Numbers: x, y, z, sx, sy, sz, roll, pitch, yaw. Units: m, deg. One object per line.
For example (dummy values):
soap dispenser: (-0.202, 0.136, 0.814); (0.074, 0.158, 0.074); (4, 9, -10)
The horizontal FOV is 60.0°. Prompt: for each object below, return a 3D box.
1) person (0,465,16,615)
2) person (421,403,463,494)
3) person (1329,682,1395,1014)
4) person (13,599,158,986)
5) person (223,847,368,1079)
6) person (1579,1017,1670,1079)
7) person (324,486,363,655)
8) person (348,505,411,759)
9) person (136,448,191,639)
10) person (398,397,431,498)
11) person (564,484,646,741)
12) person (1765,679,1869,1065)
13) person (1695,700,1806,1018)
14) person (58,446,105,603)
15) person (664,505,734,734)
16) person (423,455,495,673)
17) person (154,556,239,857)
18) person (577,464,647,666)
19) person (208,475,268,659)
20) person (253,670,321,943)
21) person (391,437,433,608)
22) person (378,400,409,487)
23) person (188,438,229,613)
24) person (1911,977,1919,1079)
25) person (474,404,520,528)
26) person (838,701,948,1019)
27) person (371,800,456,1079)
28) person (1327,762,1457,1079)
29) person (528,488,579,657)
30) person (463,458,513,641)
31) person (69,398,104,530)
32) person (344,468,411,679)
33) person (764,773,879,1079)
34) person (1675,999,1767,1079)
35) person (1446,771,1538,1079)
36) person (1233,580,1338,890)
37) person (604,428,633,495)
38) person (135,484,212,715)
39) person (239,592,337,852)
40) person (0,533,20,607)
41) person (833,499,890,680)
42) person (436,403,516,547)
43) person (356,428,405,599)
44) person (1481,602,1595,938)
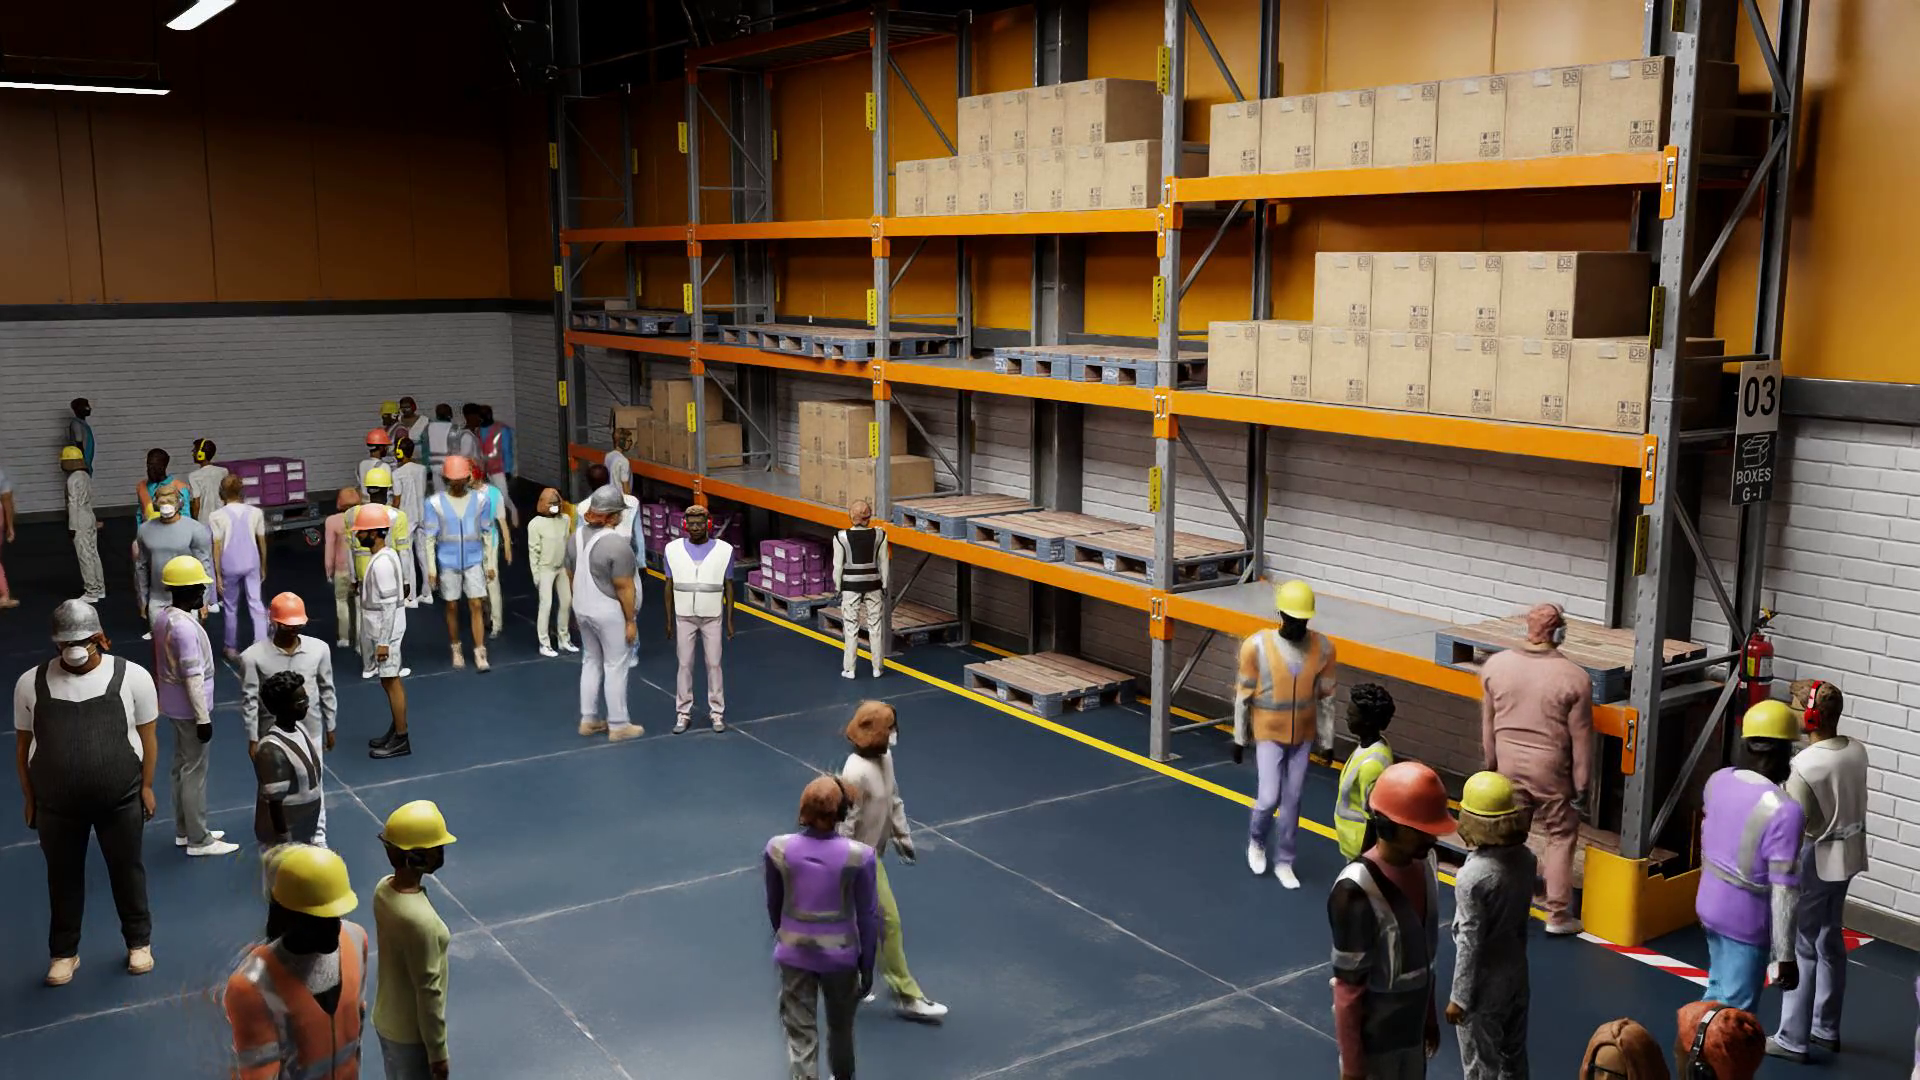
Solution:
person: (-10.295, -0.162, 17.367); (0.543, 2.000, 0.718); (9, 13, 41)
person: (-7.003, -0.952, 22.660); (0.644, 1.830, 0.517); (2, 10, 12)
person: (2.035, 1.547, 8.345); (0.319, 1.697, 0.532); (2, 10, 12)
person: (-4.568, 1.310, 8.730); (0.683, 2.000, 0.538); (-4, 10, -21)
person: (-2.126, 1.928, 5.579); (0.949, 1.869, 0.594); (5, 11, 27)
person: (1.892, 2.172, 4.858); (0.498, 1.634, 0.279); (9, 13, 43)
person: (-5.871, 0.277, 16.045); (0.516, 1.610, 0.669); (-5, 11, -29)
person: (-4.407, 0.695, 12.645); (0.373, 1.934, 0.551); (-3, 10, -17)
person: (-7.902, 0.039, 16.539); (0.591, 1.922, 0.392); (2, 10, 13)
person: (-7.778, -1.128, 23.666); (0.574, 1.830, 0.410); (0, 10, 1)
person: (-2.762, 0.557, 13.149); (0.687, 2.000, 0.536); (8, 12, 39)
person: (4.037, 1.565, 7.838); (0.560, 1.836, 0.394); (-7, 12, -34)
person: (3.427, 1.642, 7.202); (0.442, 1.905, 0.644); (-1, 10, -7)
person: (-9.709, -0.174, 18.345); (0.339, 1.737, 0.484); (-2, 10, -10)
person: (-2.080, 0.626, 13.313); (0.563, 1.846, 0.390); (-1, 10, -5)
person: (-4.543, 0.237, 15.163); (0.621, 2.000, 0.986); (-4, 11, -24)
person: (-4.886, 1.051, 10.580); (0.365, 1.927, 0.588); (-7, 12, -37)
person: (-3.214, 0.239, 15.437); (0.626, 1.894, 0.463); (-3, 10, -17)
person: (-6.679, 0.292, 15.459); (0.520, 1.788, 0.987); (-8, 12, -38)
person: (-3.459, 1.504, 8.597); (0.322, 1.697, 0.530); (-1, 10, -7)
person: (-5.977, -0.192, 18.074); (0.328, 1.863, 0.509); (5, 11, 25)
person: (-7.846, -1.027, 23.088); (0.403, 1.825, 0.592); (-7, 12, -36)
person: (-8.042, -0.157, 17.826); (0.316, 1.874, 0.532); (5, 11, 25)
person: (3.276, 1.906, 5.337); (0.613, 2.028, 0.613); (-3, 10, -17)
person: (-6.352, -0.955, 22.686); (0.635, 1.820, 0.612); (2, 10, 14)
person: (-0.349, 1.593, 8.329); (0.780, 1.599, 0.509); (3, 10, 15)
person: (-2.065, 1.853, 6.366); (0.340, 1.760, 0.526); (-7, 12, -34)
person: (1.574, 1.776, 6.040); (0.410, 2.031, 0.613); (9, 13, 43)
person: (-3.891, 0.304, 15.878); (0.283, 1.625, 0.508); (7, 12, 36)
person: (-4.747, 0.078, 16.605); (0.649, 1.818, 0.490); (2, 10, 10)
person: (-12.223, -1.065, 23.244); (0.346, 1.847, 0.507); (-4, 11, -24)
person: (-5.224, 0.307, 14.992); (0.582, 1.919, 0.395); (1, 10, 4)
person: (-0.593, 1.785, 7.224); (0.506, 1.589, 0.852); (0, 10, 2)
person: (1.984, 2.129, 4.407); (0.575, 1.880, 0.351); (-5, 11, -26)
person: (2.137, 1.793, 6.781); (0.485, 1.739, 0.314); (-8, 13, -40)
person: (1.963, 1.169, 9.966); (0.597, 1.904, 0.451); (-2, 10, -10)
person: (-3.945, -0.390, 19.336); (0.355, 1.830, 0.524); (-7, 12, -36)
person: (-6.511, 0.498, 13.798); (0.630, 1.940, 0.372); (1, 10, 3)
person: (-4.166, 1.178, 10.380); (0.569, 1.744, 0.350); (-7, 12, -35)
person: (-10.523, -0.175, 18.018); (0.512, 1.846, 0.340); (7, 12, 37)
person: (-0.886, 0.449, 14.959); (0.517, 1.641, 0.308); (-2, 10, -12)
person: (-6.398, -0.840, 21.721); (0.985, 1.926, 0.601); (-4, 10, -21)
person: (-6.375, -0.263, 18.299); (0.543, 1.929, 0.386); (7, 12, 37)
person: (3.245, 1.282, 9.338); (0.648, 1.898, 0.426); (9, 13, 41)
